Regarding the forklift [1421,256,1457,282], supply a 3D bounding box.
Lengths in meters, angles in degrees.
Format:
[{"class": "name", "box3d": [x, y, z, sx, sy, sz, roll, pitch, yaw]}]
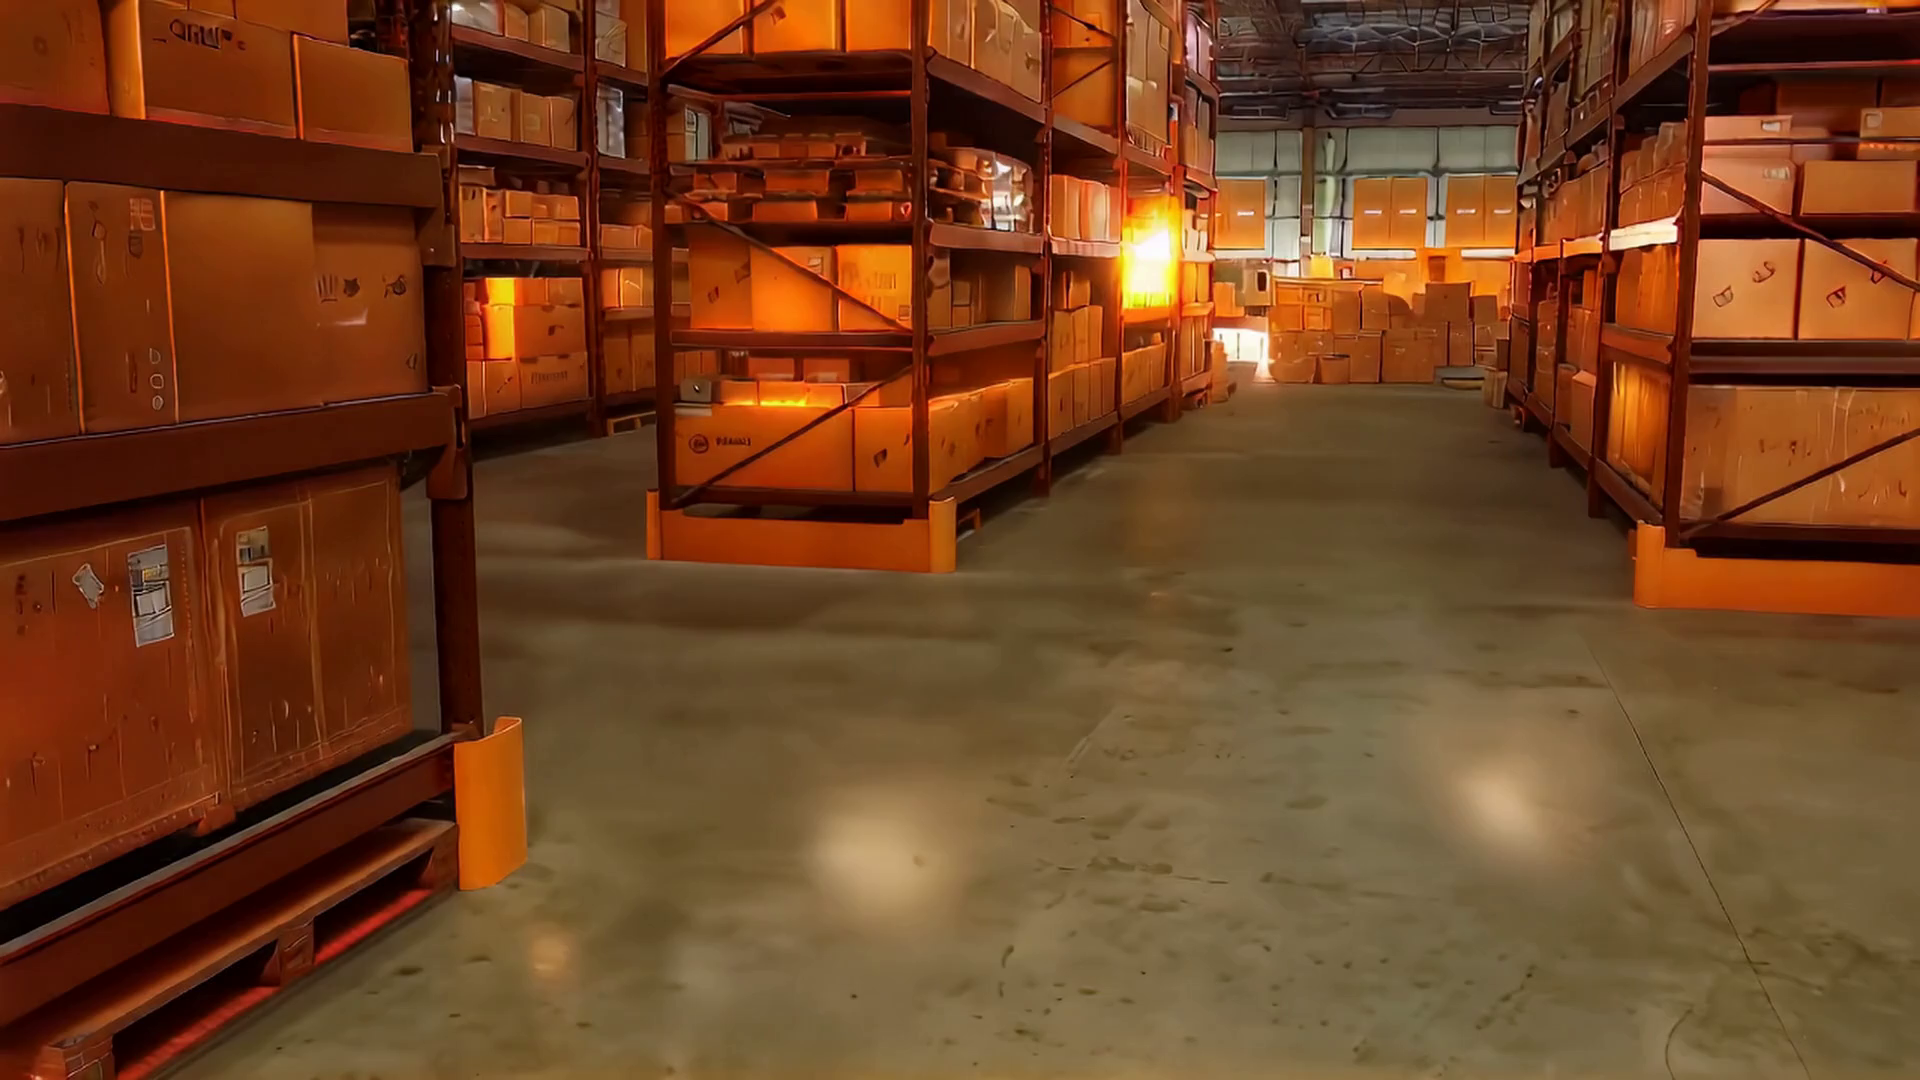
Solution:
[{"class": "forklift", "box3d": [12.457, -6.235, 43.383, 1.129, 2.768, 1.873, 2, 9, 15]}]

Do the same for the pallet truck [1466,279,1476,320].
[{"class": "pallet truck", "box3d": [18.896, -8.459, 60.307, 1.885, 1.965, 0.823, 5, 10, 31]}]

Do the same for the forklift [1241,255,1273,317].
[{"class": "forklift", "box3d": [10.551, -8.662, 58.805, 1.129, 2.768, 1.873, 2, 9, 15]}]
